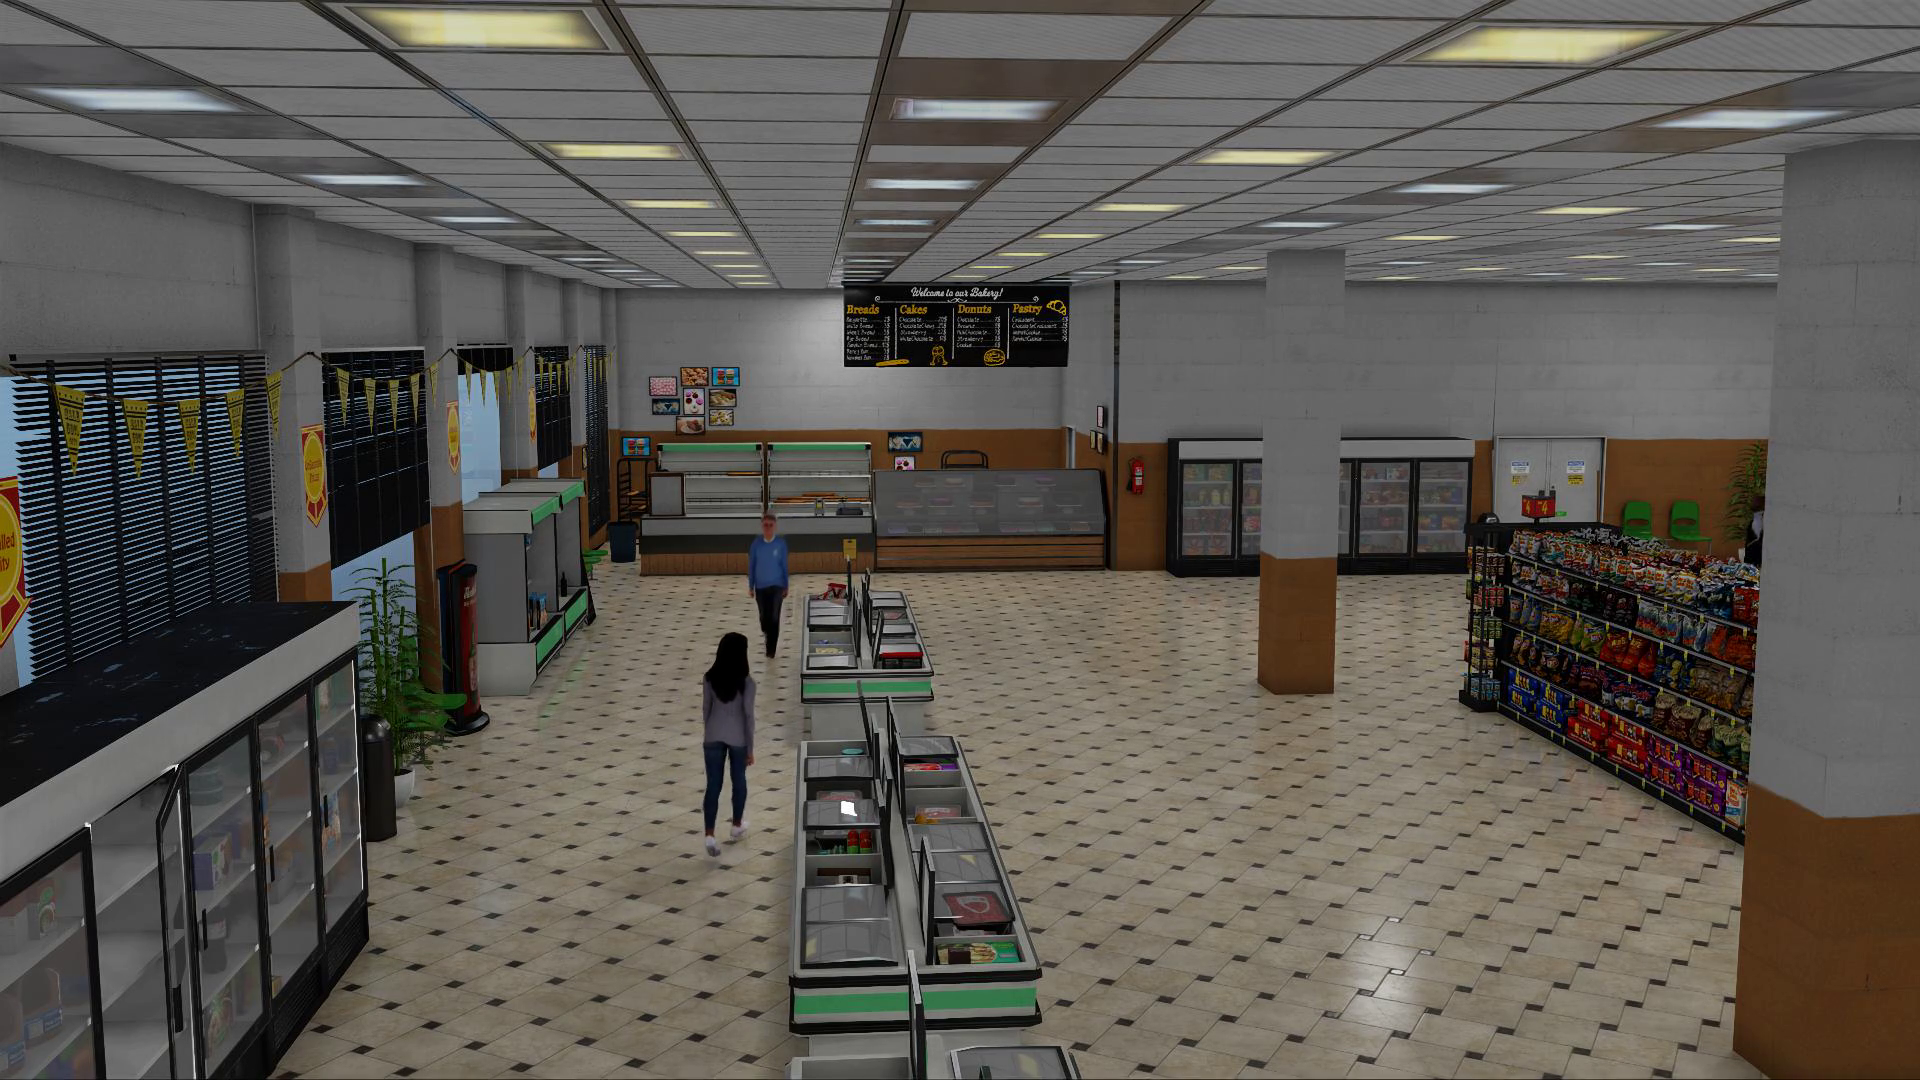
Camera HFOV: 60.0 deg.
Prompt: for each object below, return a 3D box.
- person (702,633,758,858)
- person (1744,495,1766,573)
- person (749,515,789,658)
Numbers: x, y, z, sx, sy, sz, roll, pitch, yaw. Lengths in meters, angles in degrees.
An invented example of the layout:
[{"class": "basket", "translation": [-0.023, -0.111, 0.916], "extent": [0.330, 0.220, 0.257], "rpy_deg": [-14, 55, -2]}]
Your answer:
[{"class": "person", "translation": [-1.844, 1.614, 12.926], "extent": [0.821, 1.695, 1.249], "rpy_deg": [1, 7, 5]}, {"class": "person", "translation": [11.392, 0.263, 23.593], "extent": [0.878, 1.818, 0.805], "rpy_deg": [5, 8, 35]}, {"class": "person", "translation": [-2.412, 0.569, 21.142], "extent": [0.744, 1.797, 1.110], "rpy_deg": [0, 7, 2]}]
